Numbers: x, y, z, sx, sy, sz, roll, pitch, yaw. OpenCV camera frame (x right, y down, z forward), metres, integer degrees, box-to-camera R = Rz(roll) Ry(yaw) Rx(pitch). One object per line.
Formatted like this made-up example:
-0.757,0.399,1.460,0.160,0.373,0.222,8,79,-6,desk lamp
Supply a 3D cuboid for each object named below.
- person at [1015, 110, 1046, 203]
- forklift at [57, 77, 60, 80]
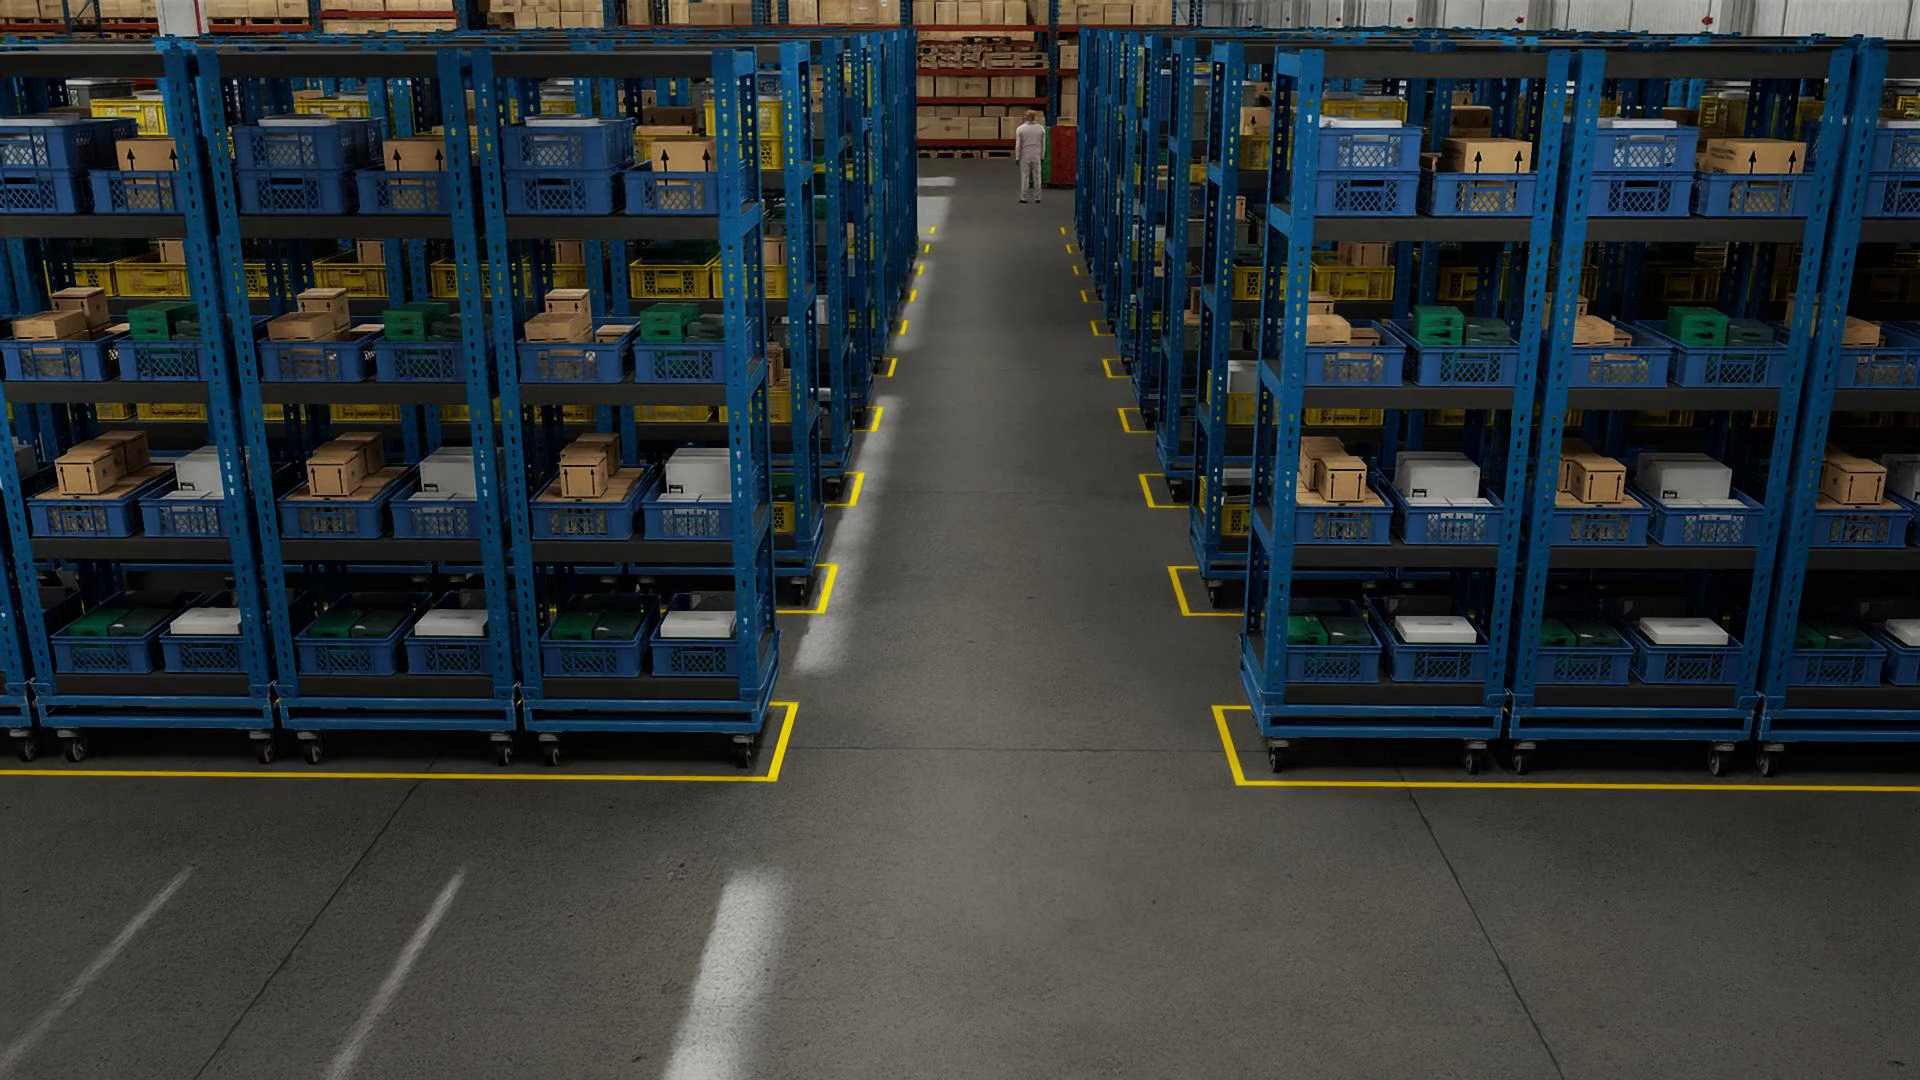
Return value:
1.460,-7.999,34.732,0.638,1.910,0.407,-4,18,-13,person
-23.967,-11.333,43.757,1.129,2.768,1.873,-16,24,-42,forklift
